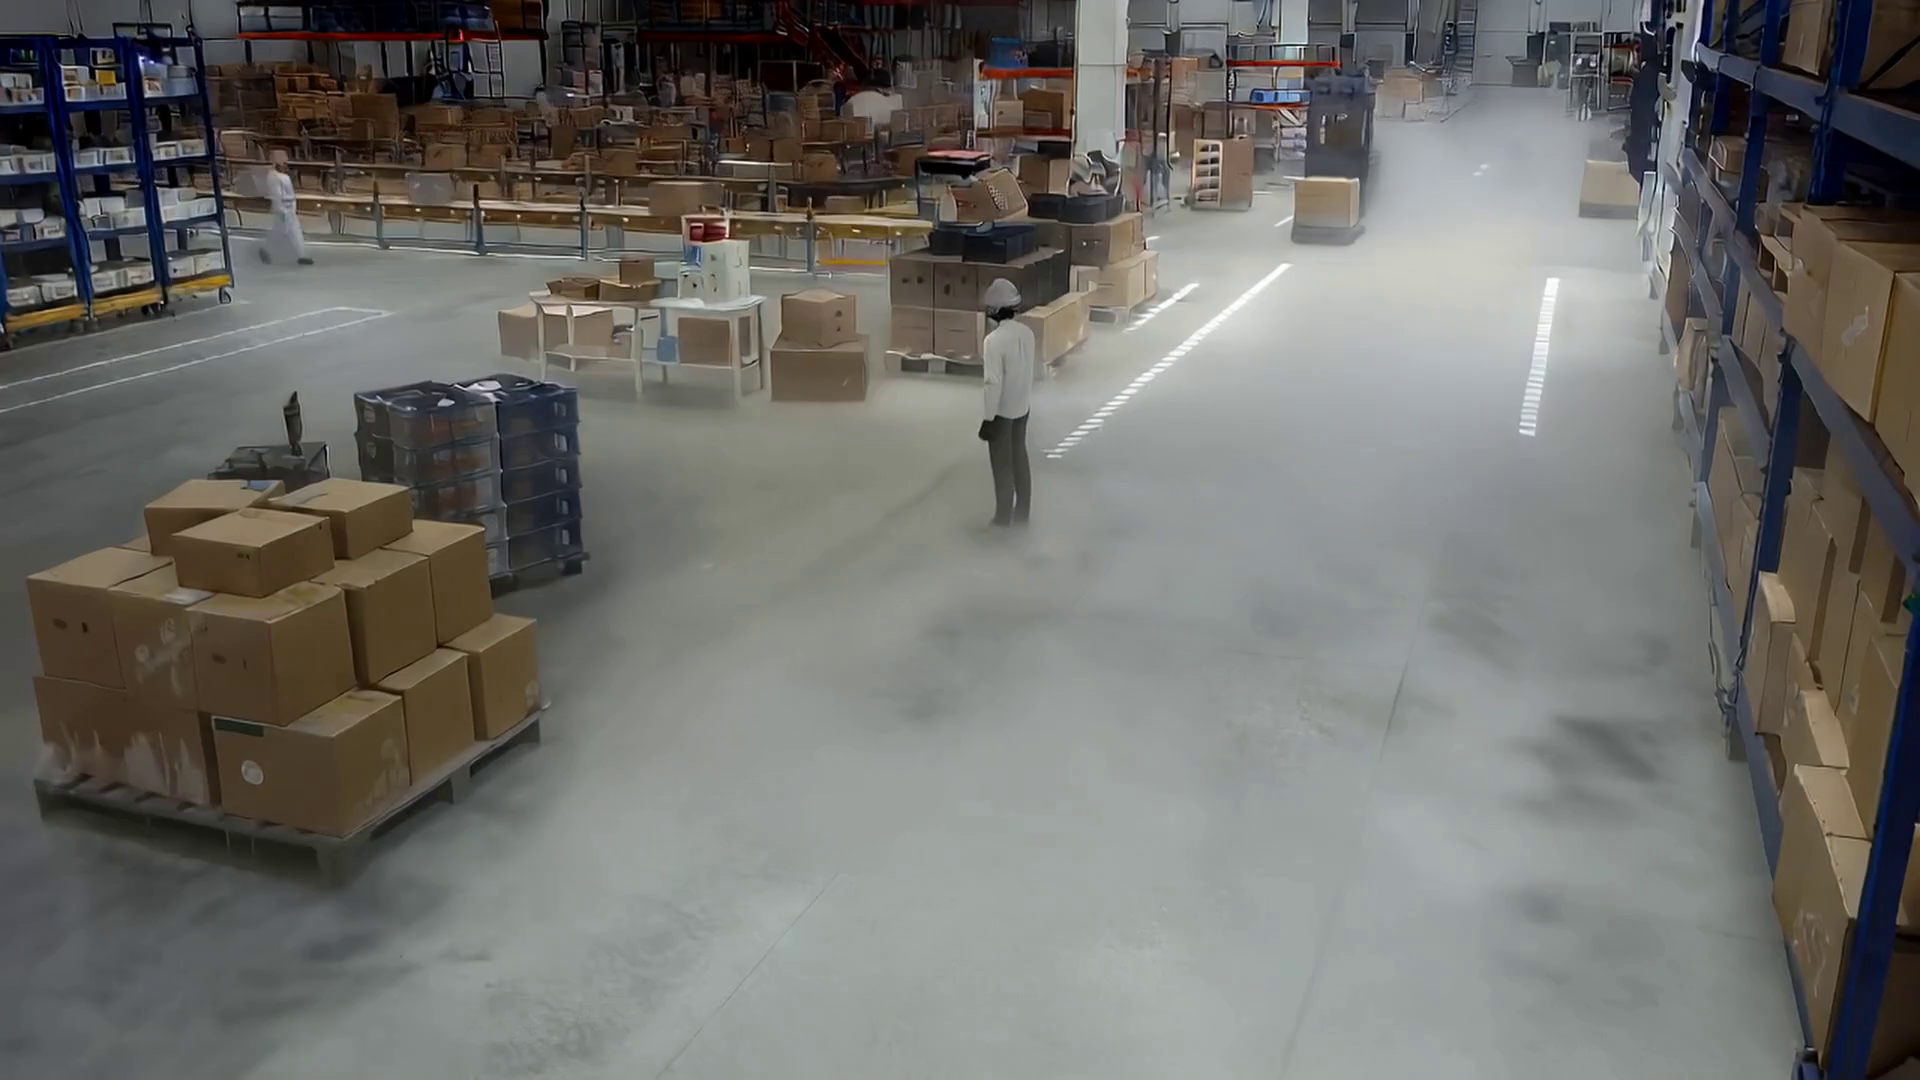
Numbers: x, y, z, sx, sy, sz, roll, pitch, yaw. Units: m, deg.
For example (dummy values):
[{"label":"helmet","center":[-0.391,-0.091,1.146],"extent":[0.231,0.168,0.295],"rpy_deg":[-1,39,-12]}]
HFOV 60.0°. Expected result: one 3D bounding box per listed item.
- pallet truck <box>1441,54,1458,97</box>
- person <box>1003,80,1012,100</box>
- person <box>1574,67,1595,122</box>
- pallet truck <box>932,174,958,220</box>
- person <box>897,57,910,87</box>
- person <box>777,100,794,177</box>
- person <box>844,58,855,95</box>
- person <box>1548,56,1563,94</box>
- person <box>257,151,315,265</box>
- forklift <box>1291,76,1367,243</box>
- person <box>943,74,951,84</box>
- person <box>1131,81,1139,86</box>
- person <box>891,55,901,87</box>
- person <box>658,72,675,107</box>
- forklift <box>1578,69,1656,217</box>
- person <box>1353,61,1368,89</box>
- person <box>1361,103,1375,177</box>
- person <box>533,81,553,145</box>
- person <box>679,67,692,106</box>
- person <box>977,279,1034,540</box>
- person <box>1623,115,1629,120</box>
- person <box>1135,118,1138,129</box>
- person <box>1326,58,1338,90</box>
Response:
[{"label":"pallet truck","center":[22.765,-21.886,78.355],"extent":[0.823,1.965,1.885],"rpy_deg":[-4,18,-14]},{"label":"person","center":[1.705,-15.503,58.930],"extent":[0.651,1.603,0.567],"rpy_deg":[-12,21,-33]},{"label":"person","center":[22.966,-16.396,61.158],"extent":[0.609,1.965,0.368],"rpy_deg":[12,21,33]},{"label":"pallet truck","center":[-0.507,-5.292,27.348],"extent":[0.653,1.274,1.630],"rpy_deg":[6,19,19]},{"label":"person","center":[-2.646,-21.755,78.155],"extent":[0.591,1.865,0.597],"rpy_deg":[2,18,8]},{"label":"person","center":[-4.130,-9.536,39.718],"extent":[0.462,1.889,0.677],"rpy_deg":[-1,18,-5]},{"label":"person","center":[-4.986,-20.491,74.156],"extent":[0.977,1.879,0.556],"rpy_deg":[-5,18,-16]},{"label":"person","center":[29.205,-22.776,81.459],"extent":[0.632,1.816,0.817],"rpy_deg":[-11,21,-32]},{"label":"person","center":[-10.815,-5.271,26.456],"extent":[0.813,1.808,0.589],"rpy_deg":[3,18,8]},{"label":"forklift","center":[6.598,-6.755,29.381],"extent":[1.129,2.768,1.873],"rpy_deg":[6,19,19]},{"label":"person","center":[-0.438,-16.186,60.897],"extent":[0.490,1.724,0.673],"rpy_deg":[15,23,40]},{"label":"person","center":[8.696,-23.332,83.013],"extent":[0.630,1.931,0.467],"rpy_deg":[-1,18,-4]},{"label":"person","center":[-3.201,-23.514,83.770],"extent":[0.517,1.821,0.805],"rpy_deg":[-4,18,-12]},{"label":"person","center":[-10.442,-15.737,59.327],"extent":[0.598,1.826,0.403],"rpy_deg":[-9,20,-26]},{"label":"forklift","center":[13.219,-7.740,32.475],"extent":[1.873,2.768,1.129],"rpy_deg":[6,19,18]},{"label":"person","center":[17.079,-19.464,70.938],"extent":[0.556,1.883,1.008],"rpy_deg":[-8,19,-23]},{"label":"person","center":[9.899,-9.835,40.597],"extent":[0.370,1.932,0.543],"rpy_deg":[0,18,0]},{"label":"person","center":[-12.526,-12.815,50.011],"extent":[0.824,1.910,0.551],"rpy_deg":[9,20,26]},{"label":"person","center":[-9.954,-16.206,60.541],"extent":[0.528,1.976,0.632],"rpy_deg":[13,22,35]},{"label":"person","center":[0.335,-1.000,12.735],"extent":[0.396,1.992,0.623],"rpy_deg":[11,21,31]},{"label":"person","center":[25.367,-16.552,61.907],"extent":[1.013,1.813,0.523],"rpy_deg":[13,22,36]},{"label":"person","center":[3.950,-9.499,39.377],"extent":[0.389,2.034,0.605],"rpy_deg":[-17,24,-42]},{"label":"person","center":[15.905,-19.567,71.001],"extent":[0.687,2.000,0.844],"rpy_deg":[-12,21,-34]}]
